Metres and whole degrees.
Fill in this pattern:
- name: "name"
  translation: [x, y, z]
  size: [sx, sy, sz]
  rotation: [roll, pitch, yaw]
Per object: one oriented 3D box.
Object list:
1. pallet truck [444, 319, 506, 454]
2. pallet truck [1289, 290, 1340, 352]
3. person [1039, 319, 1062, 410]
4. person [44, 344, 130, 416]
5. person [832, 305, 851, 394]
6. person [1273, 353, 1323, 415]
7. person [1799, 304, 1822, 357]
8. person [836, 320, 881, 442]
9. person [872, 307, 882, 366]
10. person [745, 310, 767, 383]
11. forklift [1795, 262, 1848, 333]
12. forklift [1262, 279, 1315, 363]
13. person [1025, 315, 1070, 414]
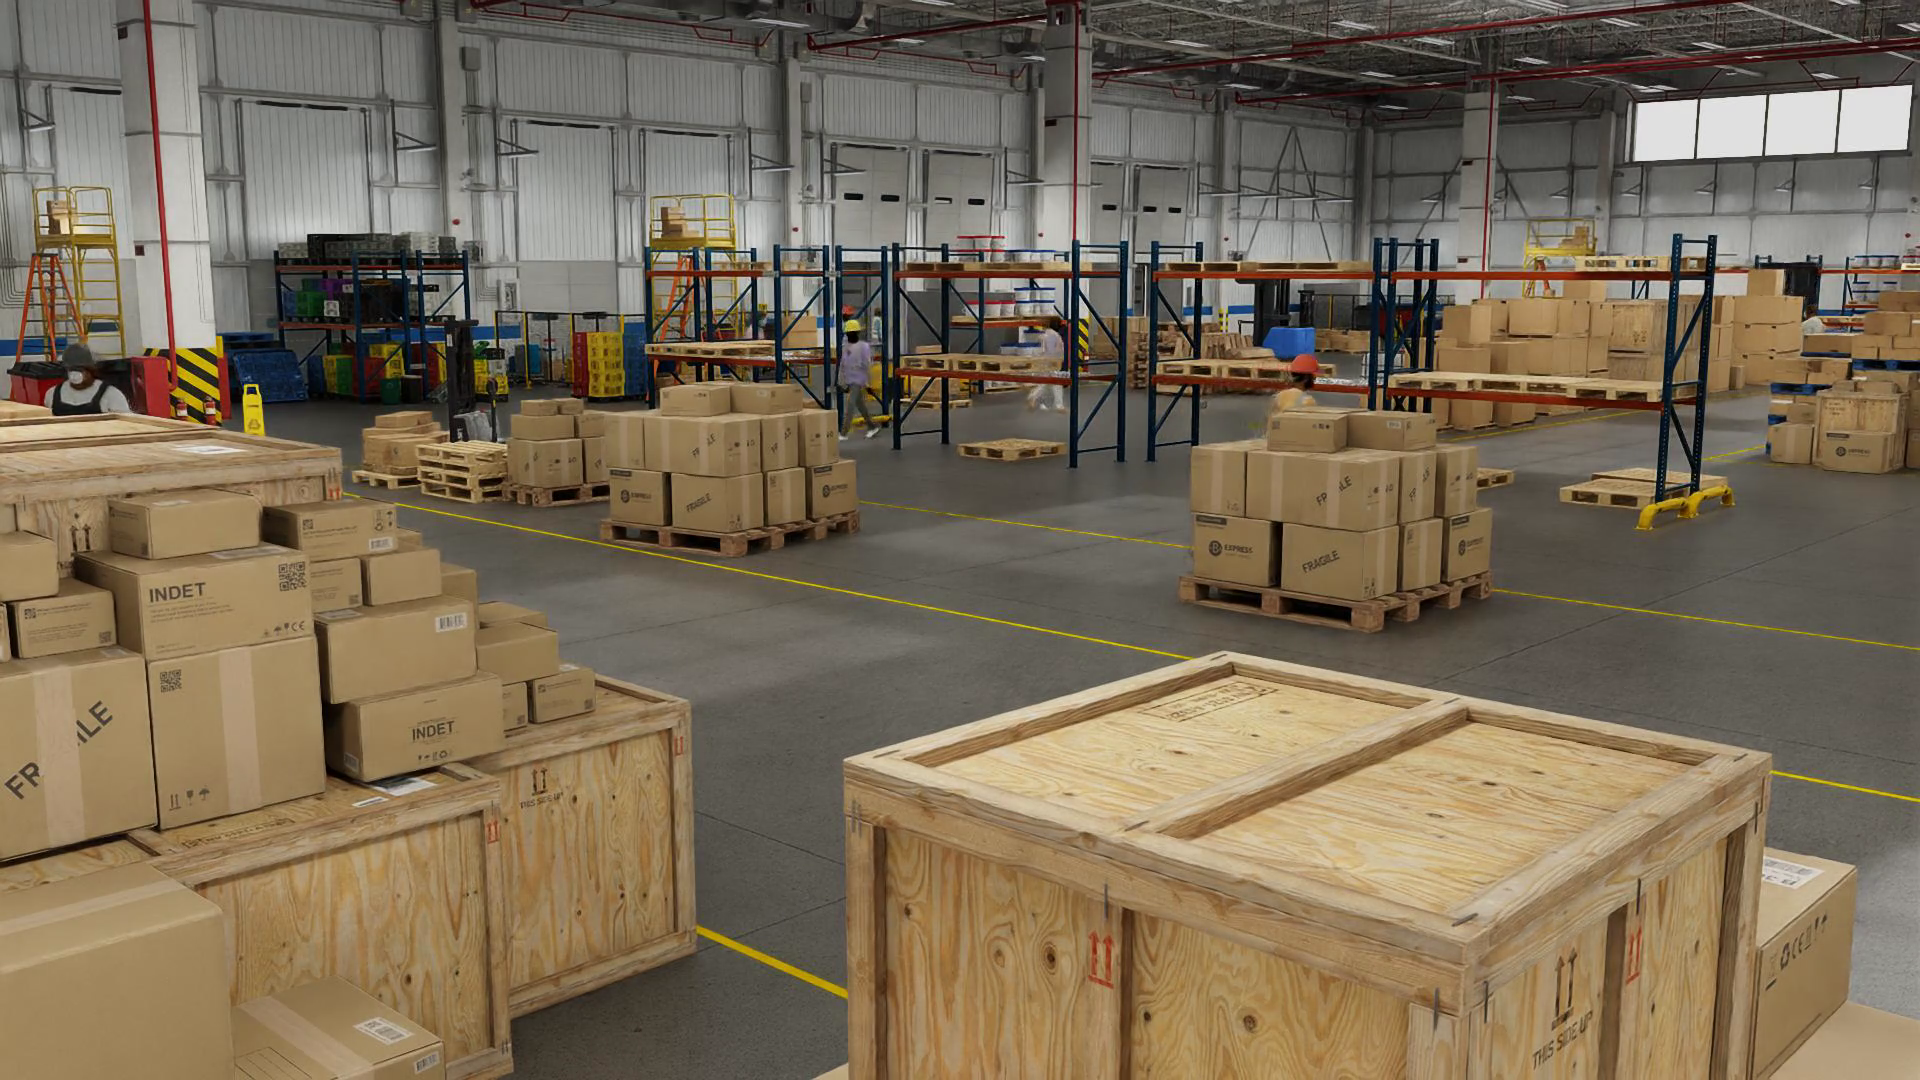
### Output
- name: "pallet truck"
  translation: [-6.981, -1.942, 22.150]
  size: [1.885, 1.965, 0.823]
  rotation: [1, 9, 9]
- name: "pallet truck"
  translation: [11.297, -6.951, 52.861]
  size: [1.885, 1.965, 0.823]
  rotation: [-5, 11, -29]
- name: "person"
  translation: [1.729, -3.329, 31.465]
  size: [0.488, 1.736, 0.321]
  rotation: [-5, 11, -28]
- name: "person"
  translation: [-7.485, -0.666, 14.194]
  size: [0.705, 2.000, 0.682]
  rotation: [-1, 9, -6]
- name: "person"
  translation: [-2.467, -4.040, 35.350]
  size: [0.563, 1.884, 0.967]
  rotation: [4, 10, 23]
- name: "person"
  translation: [3.090, -0.704, 14.848]
  size: [0.906, 1.899, 0.571]
  rotation: [-4, 10, -21]
- name: "person"
  translation: [17.399, -3.858, 34.081]
  size: [0.636, 1.936, 0.355]
  rotation: [-8, 12, -40]
- name: "person"
  translation: [-1.598, -2.482, 25.839]
  size: [0.995, 1.886, 0.593]
  rotation: [-8, 12, -41]
- name: "person"
  translation: [-2.201, -5.399, 44.480]
  size: [0.312, 1.633, 0.519]
  rotation: [-2, 9, -11]
- name: "person"
  translation: [-3.842, -3.289, 30.739]
  size: [0.591, 1.907, 0.666]
  rotation: [1, 9, 9]
- name: "forklift"
  translation: [22.020, -5.835, 43.317]
  size: [1.873, 2.768, 1.129]
  rotation: [9, 13, 43]
- name: "forklift"
  translation: [8.555, -6.090, 44.881]
  size: [1.873, 2.768, 1.129]
  rotation: [9, 13, 43]
- name: "person"
  translation: [1.627, -3.219, 30.571]
  size: [0.771, 1.814, 0.627]
  rotation: [0, 9, -2]
